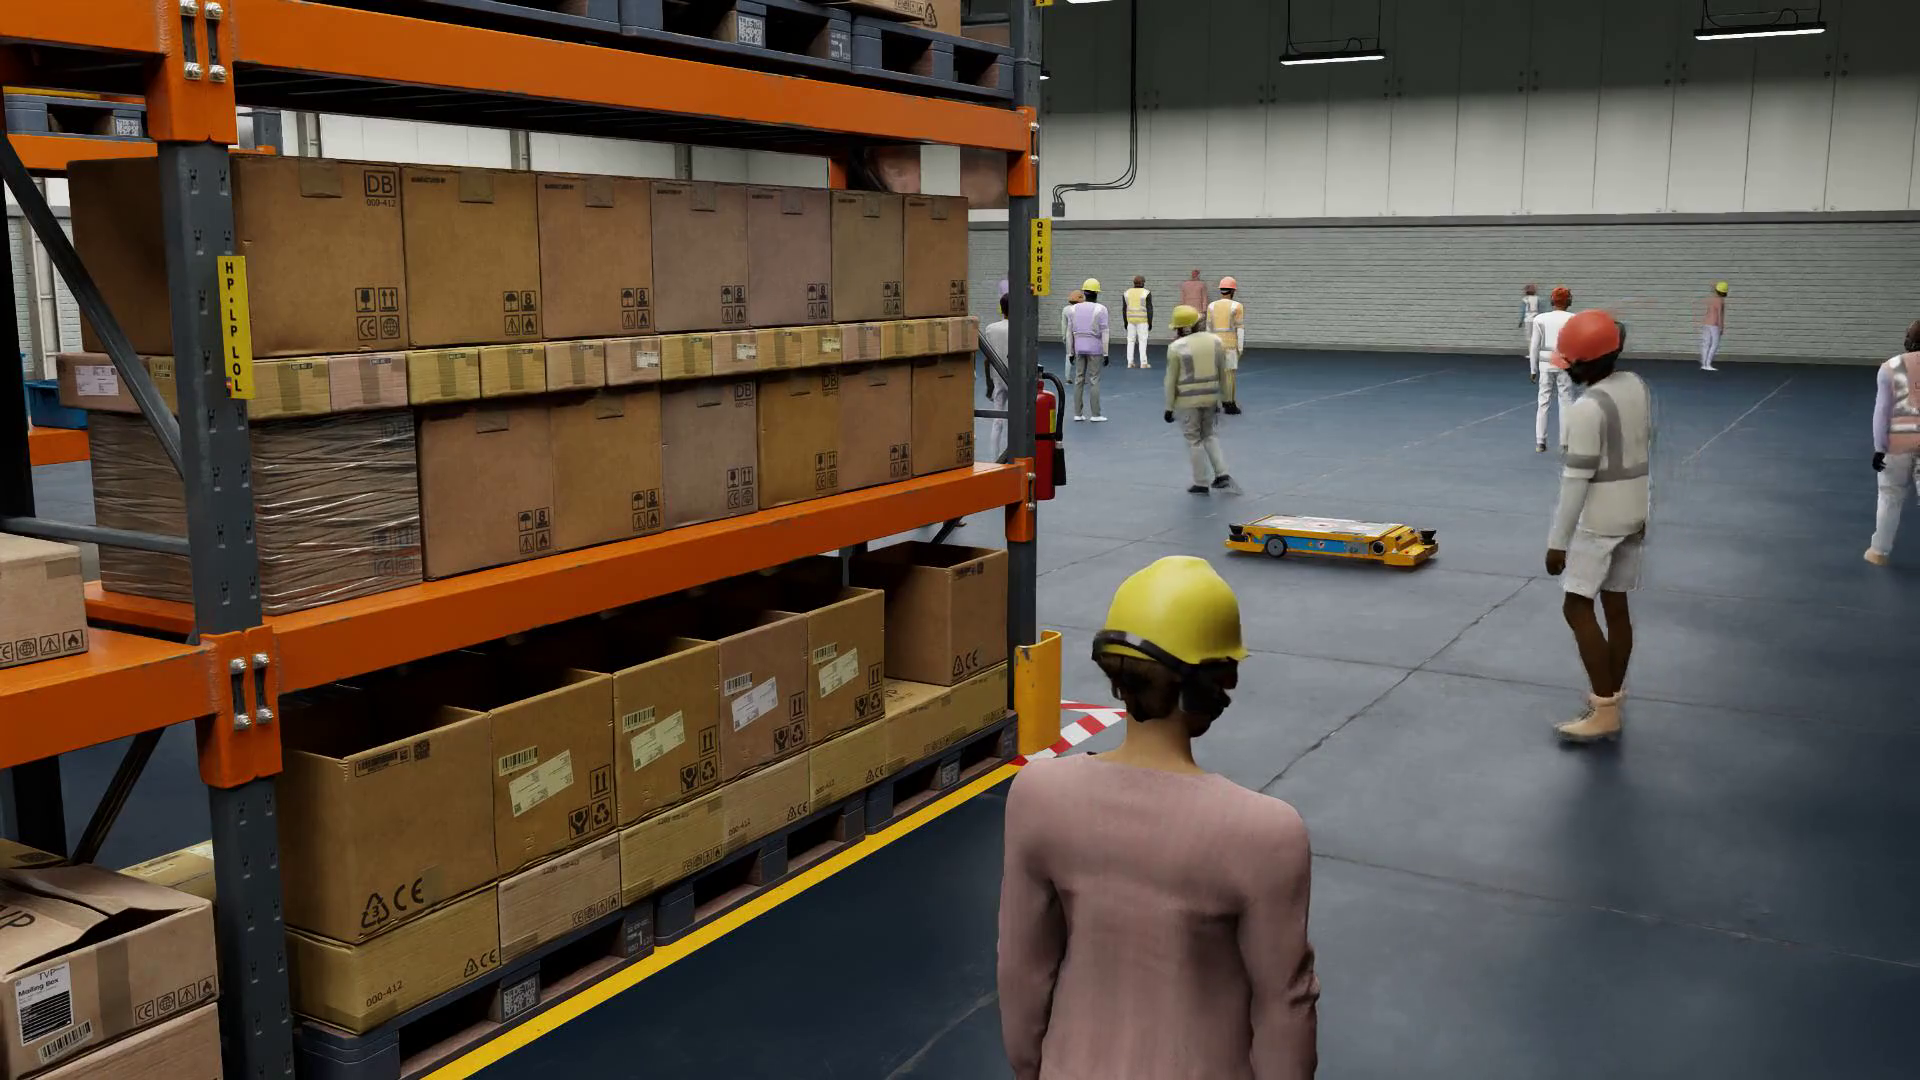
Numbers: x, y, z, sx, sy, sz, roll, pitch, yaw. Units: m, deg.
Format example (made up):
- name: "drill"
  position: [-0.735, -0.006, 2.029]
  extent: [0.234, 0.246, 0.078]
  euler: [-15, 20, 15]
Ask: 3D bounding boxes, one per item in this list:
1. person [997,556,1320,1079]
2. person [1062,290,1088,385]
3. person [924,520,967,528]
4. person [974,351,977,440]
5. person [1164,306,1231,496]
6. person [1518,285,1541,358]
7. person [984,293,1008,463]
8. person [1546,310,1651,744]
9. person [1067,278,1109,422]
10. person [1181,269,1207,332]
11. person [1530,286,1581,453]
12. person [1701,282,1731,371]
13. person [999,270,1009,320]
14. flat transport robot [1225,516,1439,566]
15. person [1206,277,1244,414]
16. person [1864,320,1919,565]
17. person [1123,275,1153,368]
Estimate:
- name: "person"
  position: [0.318, 0.900, 2.679]
  extent: [0.533, 1.765, 0.329]
  euler: [6, 11, 30]
- name: "person"
  position: [2.007, -3.507, 28.863]
  extent: [0.507, 1.632, 0.268]
  euler: [6, 11, 30]
- name: "person"
  position: [-0.171, -0.909, 13.652]
  extent: [0.507, 1.632, 0.268]
  euler: [6, 11, 30]
- name: "person"
  position: [-0.034, -2.044, 20.114]
  extent: [0.540, 1.695, 0.317]
  euler: [6, 11, 30]
- name: "person"
  position: [2.188, -1.291, 15.484]
  extent: [0.680, 1.770, 0.405]
  euler: [-5, 11, -27]
- name: "person"
  position: [12.428, -4.751, 36.245]
  extent: [0.596, 1.598, 0.337]
  euler: [-5, 11, -27]
- name: "person"
  position: [0.490, -1.567, 16.819]
  extent: [0.533, 1.868, 0.310]
  euler: [6, 11, 30]
- name: "person"
  position: [2.984, -0.066, 7.720]
  extent: [0.700, 1.988, 0.396]
  euler: [-8, 13, -41]
- name: "person"
  position: [1.741, -2.549, 22.396]
  extent: [0.594, 1.924, 0.384]
  euler: [6, 11, 30]
- name: "person"
  position: [5.689, -5.593, 40.283]
  extent: [0.651, 1.904, 0.402]
  euler: [6, 11, 30]
- name: "person"
  position: [6.781, -1.930, 18.899]
  extent: [0.584, 1.882, 0.337]
  euler: [6, 11, 30]
- name: "person"
  position: [14.739, -4.165, 32.466]
  extent: [0.355, 1.719, 0.689]
  euler: [2, 10, 9]
- name: "person"
  position: [1.310, -5.955, 42.399]
  extent: [0.651, 1.906, 0.402]
  euler: [6, 11, 30]
- name: "flat transport robot"
  position: [2.767, -0.015, 12.398]
  extent: [1.431, 0.197, 0.652]
  euler: [6, 11, 30]
- name: "person"
  position: [3.757, -2.744, 23.512]
  extent: [0.551, 1.932, 0.376]
  euler: [6, 11, 30]
- name: "person"
  position: [6.768, -0.645, 11.726]
  extent: [0.648, 1.786, 0.812]
  euler: [2, 10, 14]
- name: "person"
  position: [3.555, -4.341, 33.139]
  extent: [0.633, 1.841, 0.429]
  euler: [6, 11, 30]
